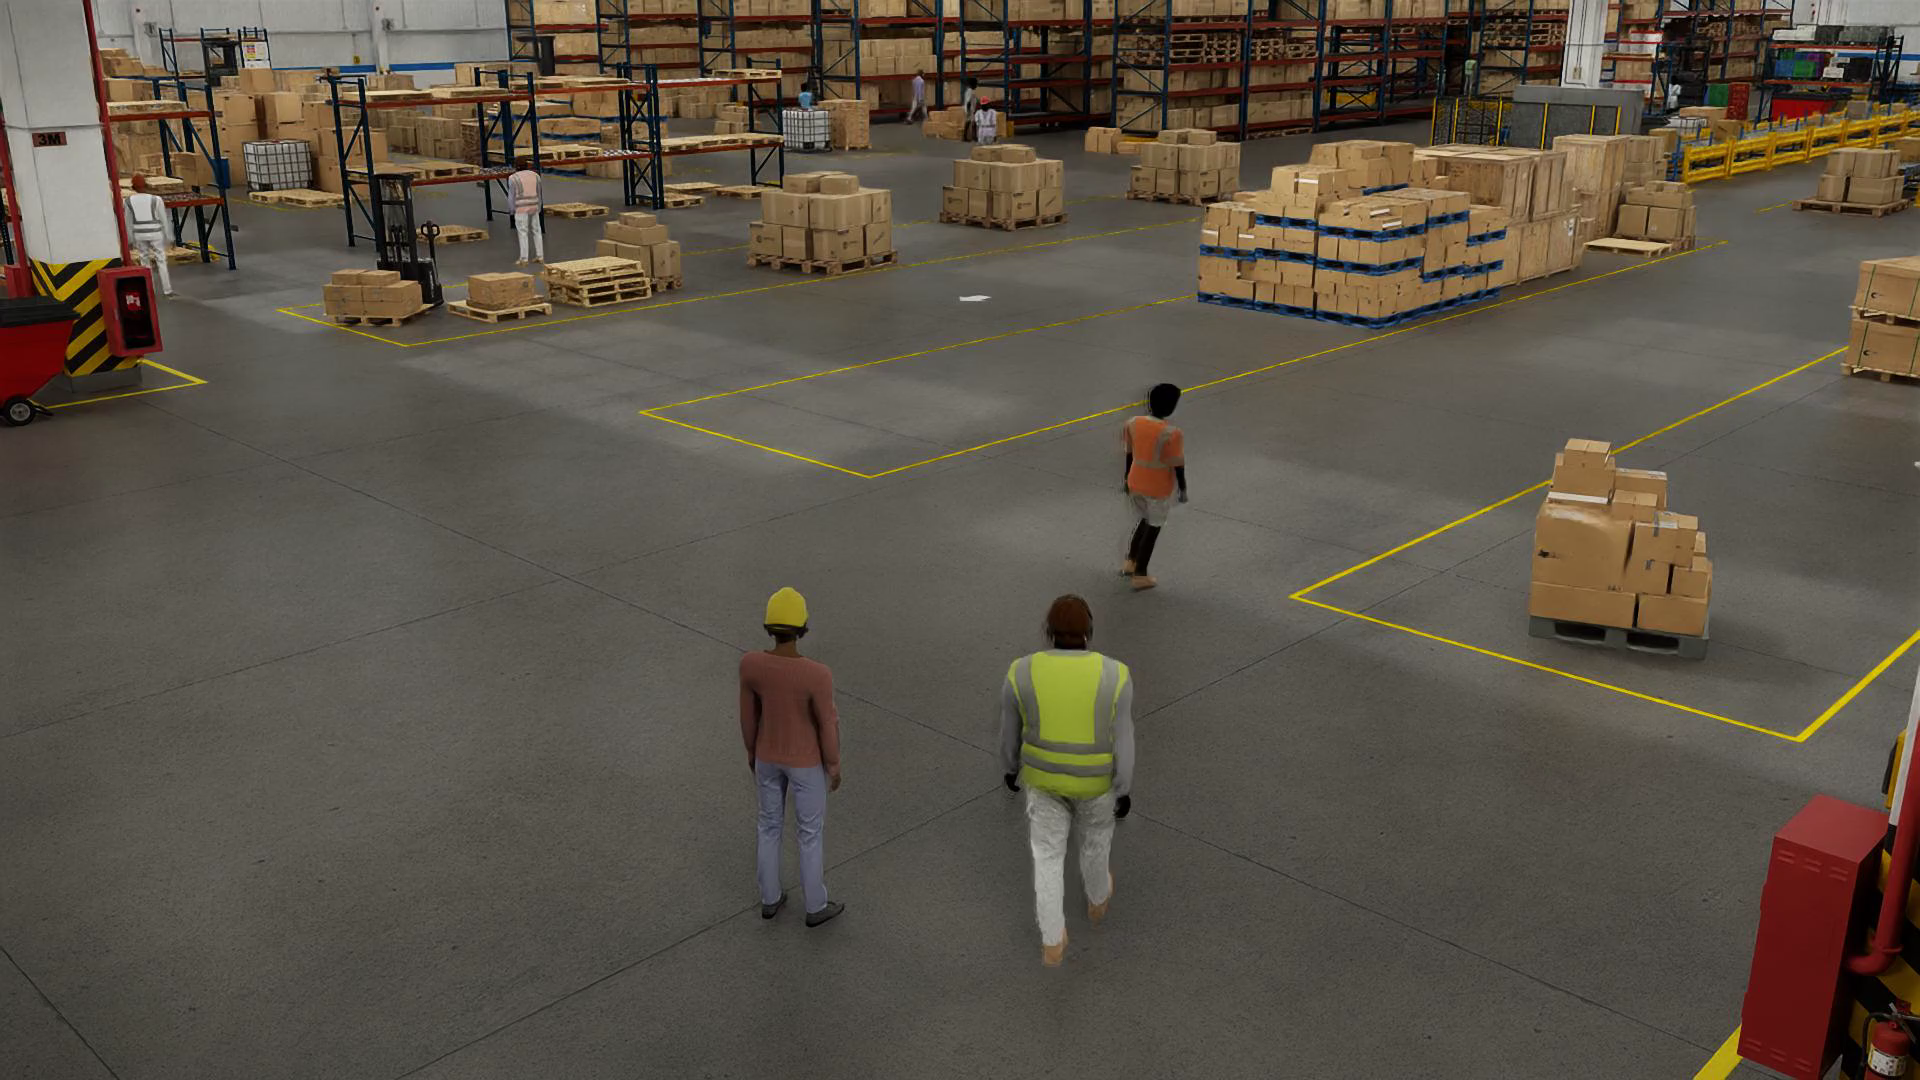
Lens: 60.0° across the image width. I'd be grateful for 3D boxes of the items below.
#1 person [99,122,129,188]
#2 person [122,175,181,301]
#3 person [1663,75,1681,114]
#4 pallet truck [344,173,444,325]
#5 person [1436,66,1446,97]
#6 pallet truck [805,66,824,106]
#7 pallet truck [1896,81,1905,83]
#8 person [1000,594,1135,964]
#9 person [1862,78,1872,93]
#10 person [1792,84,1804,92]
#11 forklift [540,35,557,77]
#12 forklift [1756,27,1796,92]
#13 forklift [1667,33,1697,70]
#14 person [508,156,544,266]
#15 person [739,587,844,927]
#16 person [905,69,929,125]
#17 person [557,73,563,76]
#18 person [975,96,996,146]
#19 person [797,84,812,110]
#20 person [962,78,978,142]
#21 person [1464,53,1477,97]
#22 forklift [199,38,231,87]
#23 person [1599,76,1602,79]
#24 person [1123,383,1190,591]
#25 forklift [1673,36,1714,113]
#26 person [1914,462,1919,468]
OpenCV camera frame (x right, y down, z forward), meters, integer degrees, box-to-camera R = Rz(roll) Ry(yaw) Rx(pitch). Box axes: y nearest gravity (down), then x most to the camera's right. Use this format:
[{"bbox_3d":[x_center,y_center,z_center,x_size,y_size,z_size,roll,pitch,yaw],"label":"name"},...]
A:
[{"bbox_3d":[-18.521,-8.217,36.247,0.993,1.785,0.528,11,21,29],"label":"person"},{"bbox_3d":[-12.188,-4.539,25.045,0.661,1.870,0.345,-6,19,-18],"label":"person"},{"bbox_3d":[24.509,-15.136,57.246,0.594,1.681,0.543,-15,24,-39],"label":"person"},{"bbox_3d":[-8.209,-4.181,23.757,0.823,1.965,1.885,3,19,9],"label":"pallet truck"},{"bbox_3d":[18.951,-17.838,65.473,0.280,1.631,0.504,17,25,42],"label":"person"},{"bbox_3d":[-4.812,-15.182,56.903,0.823,1.965,1.885,-9,21,-26],"label":"pallet truck"},{"bbox_3d":[34.802,-16.331,61.455,0.653,1.274,1.630,17,25,41],"label":"pallet truck"},{"bbox_3d":[0.533,1.104,8.112,0.657,1.814,0.771,3,19,10],"label":"person"},{"bbox_3d":[36.568,-18.382,66.848,0.584,1.804,0.866,-16,24,-40],"label":"person"},{"bbox_3d":[34.374,-18.855,68.088,0.734,1.913,0.623,-17,25,-42],"label":"person"},{"bbox_3d":[-15.506,-17.626,62.887,1.873,2.768,1.129,0,18,-1],"label":"forklift"},{"bbox_3d":[37.414,-21.924,75.836,1.129,2.768,1.873,17,25,41],"label":"forklift"},{"bbox_3d":[28.545,-18.664,66.014,1.129,2.768,1.873,17,25,41],"label":"forklift"},{"bbox_3d":[-7.384,-5.586,28.259,0.431,1.835,0.624,16,24,40],"label":"person"},{"bbox_3d":[-0.833,1.080,8.263,0.533,1.772,0.297,7,20,21],"label":"person"},{"bbox_3d":[-1.429,-15.268,57.325,1.002,1.902,0.629,-11,21,-30],"label":"person"},{"bbox_3d":[-13.056,-14.240,54.251,0.924,1.881,0.599,4,19,11],"label":"person"},{"bbox_3d":[0.651,-10.331,42.432,0.568,1.909,0.771,3,19,8],"label":"person"},{"bbox_3d":[-4.953,-13.631,52.758,0.548,1.644,0.889,-14,23,-36],"label":"person"},{"bbox_3d":[0.422,-13.133,50.829,0.777,1.930,0.615,-2,18,-5],"label":"person"},{"bbox_3d":[22.094,-20.144,72.096,0.391,1.841,0.564,-13,22,-33],"label":"person"},{"bbox_3d":[-26.756,-16.688,60.060,1.873,2.768,1.129,17,25,41],"label":"forklift"},{"bbox_3d":[22.325,-15.641,58.502,0.653,1.865,0.901,2,19,7],"label":"person"},{"bbox_3d":[1.518,-0.407,12.908,0.435,1.669,0.549,-14,23,-36],"label":"person"},{"bbox_3d":[27.341,-17.291,61.877,1.129,2.768,1.873,17,25,41],"label":"forklift"},{"bbox_3d":[9.682,-1.528,15.983,0.532,1.859,0.563,-14,23,-36],"label":"person"}]
